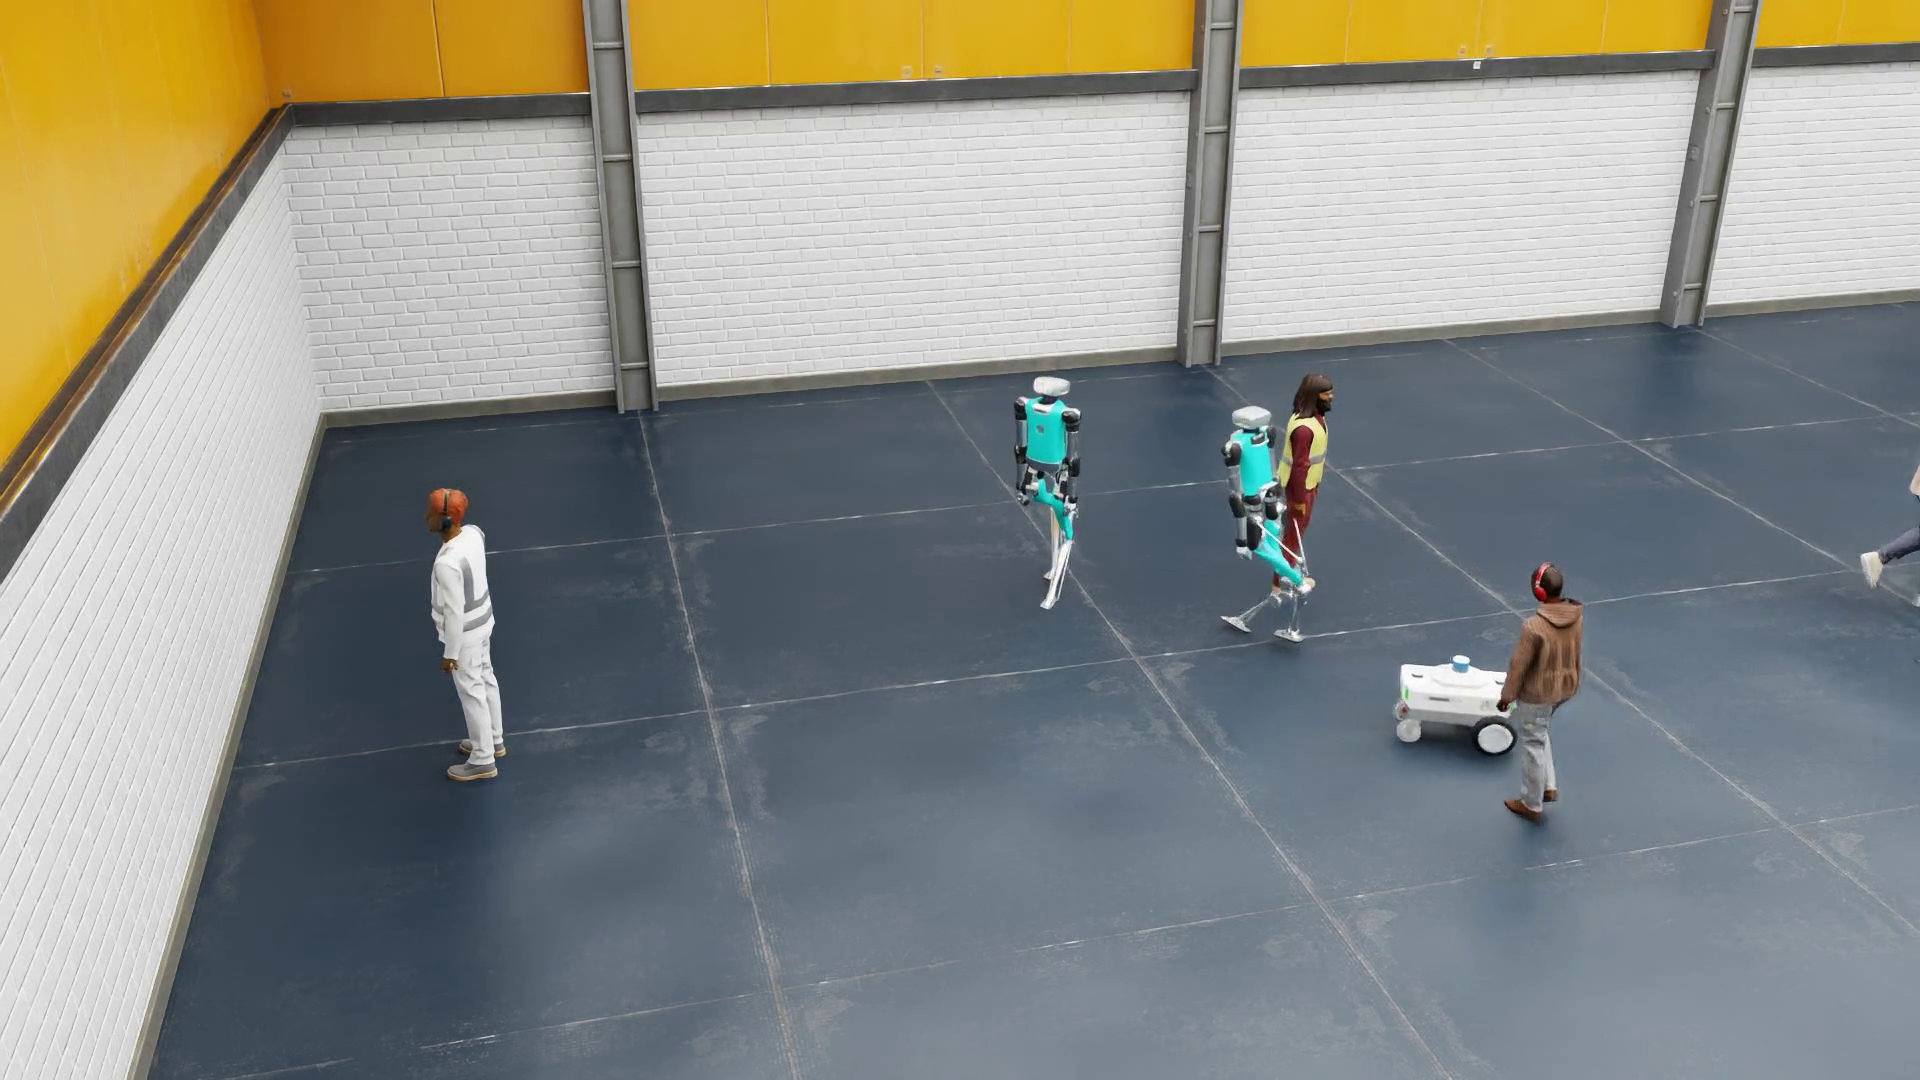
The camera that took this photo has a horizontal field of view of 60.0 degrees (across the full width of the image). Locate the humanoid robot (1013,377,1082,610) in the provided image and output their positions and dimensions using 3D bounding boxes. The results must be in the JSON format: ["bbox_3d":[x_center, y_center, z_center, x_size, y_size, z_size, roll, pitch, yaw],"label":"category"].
[{"bbox_3d":[0.738,-0.417,12.508,0.542,1.793,0.832,14,27,29],"label":"humanoid robot"}]

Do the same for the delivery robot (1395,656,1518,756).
[{"bbox_3d":[3.190,1.022,10.663,0.769,0.577,0.499,4,24,10],"label":"delivery robot"}]

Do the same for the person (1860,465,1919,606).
[{"bbox_3d":[7.163,-0.353,12.208,0.657,1.840,0.817,6,24,14],"label":"person"}]

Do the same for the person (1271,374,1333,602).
[{"bbox_3d":[2.536,-0.395,12.404,0.361,1.763,0.469,9,25,20],"label":"person"}]

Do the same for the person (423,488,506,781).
[{"bbox_3d":[-3.010,0.562,10.080,0.356,1.884,0.573,0,24,0],"label":"person"}]

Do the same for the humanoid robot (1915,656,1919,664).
[{"bbox_3d":[6.977,0.187,11.211,0.589,1.640,0.622,-19,30,-36],"label":"humanoid robot"}]

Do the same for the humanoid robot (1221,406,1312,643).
[{"bbox_3d":[2.239,-0.012,11.606,0.862,1.767,0.559,21,31,40],"label":"humanoid robot"}]

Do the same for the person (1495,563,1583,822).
[{"bbox_3d":[3.350,0.887,9.635,0.491,1.636,0.393,-13,27,-27],"label":"person"}]
